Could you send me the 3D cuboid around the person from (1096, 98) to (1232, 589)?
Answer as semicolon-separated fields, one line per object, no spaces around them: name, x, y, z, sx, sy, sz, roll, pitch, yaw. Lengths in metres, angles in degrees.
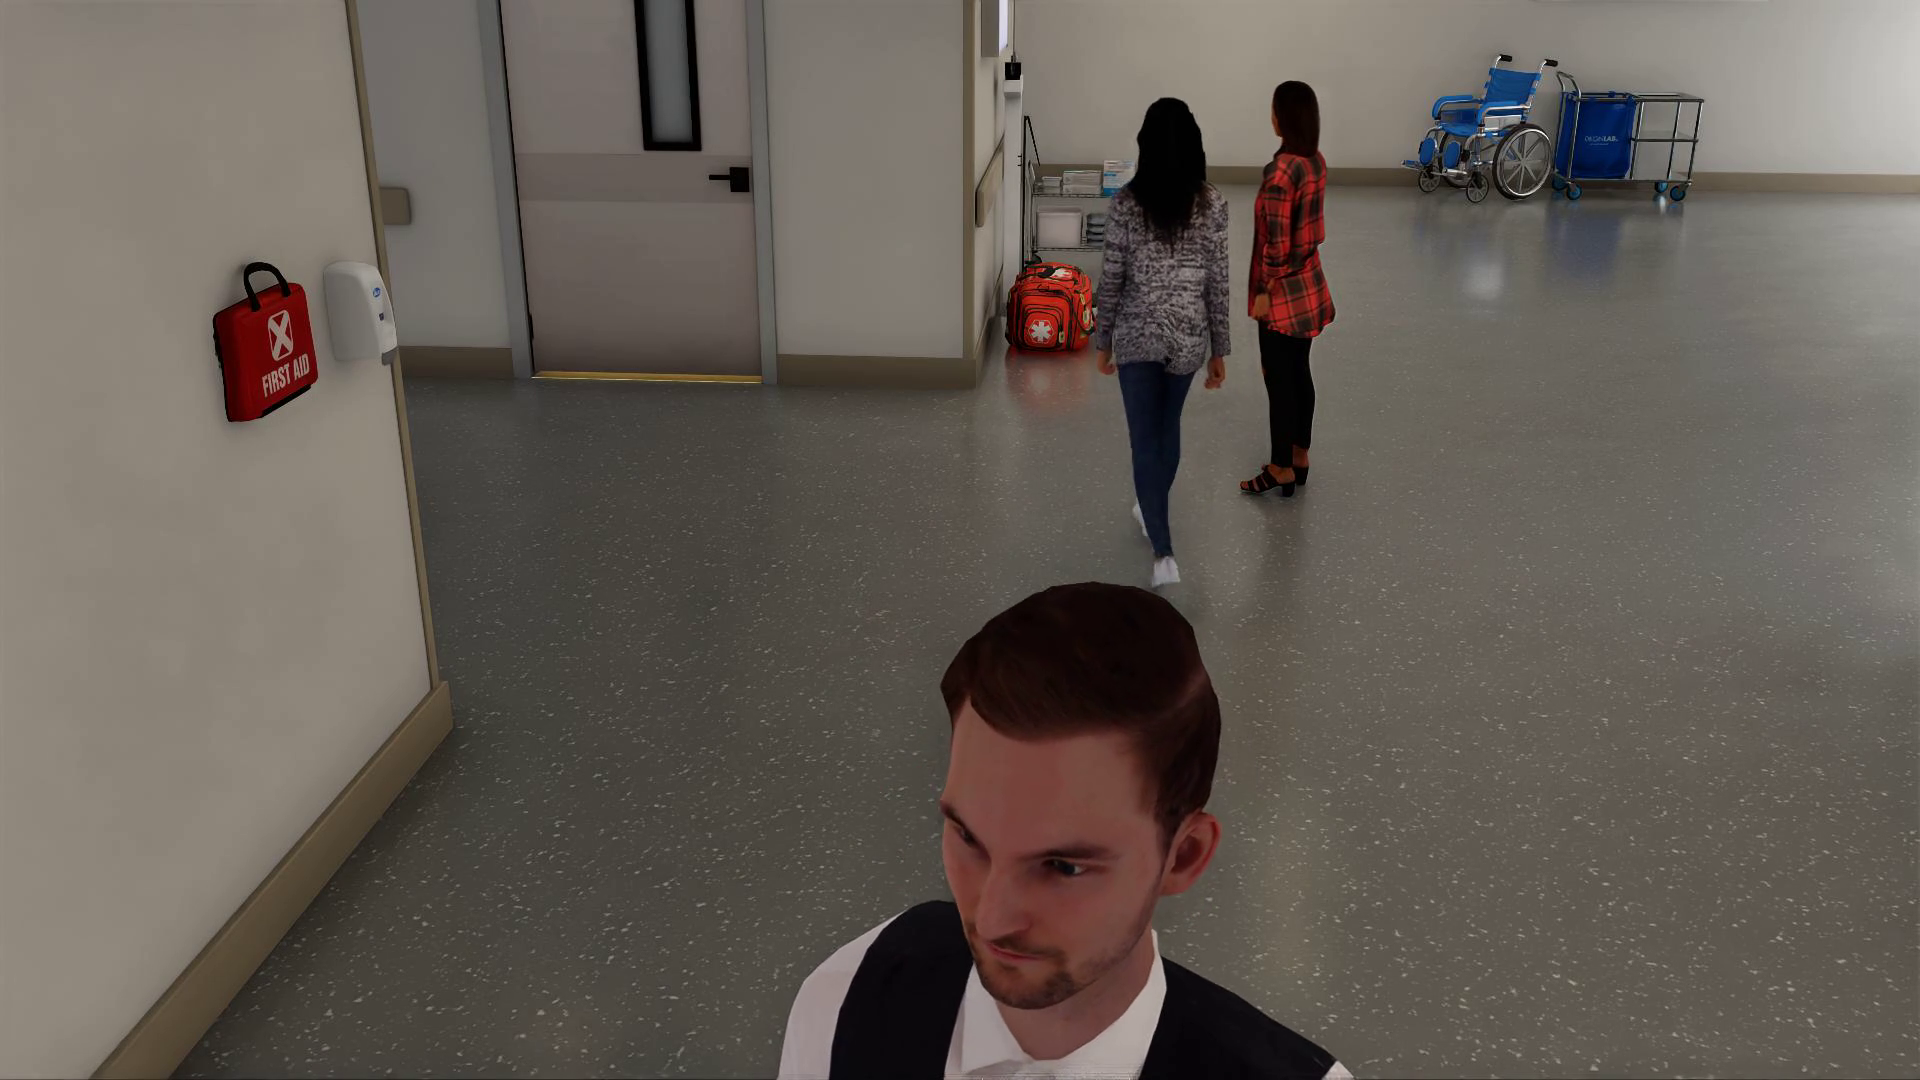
person;0.716;-0.645;5.887;0.789;1.691;1.234;-2;21;-5

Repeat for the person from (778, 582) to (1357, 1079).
person;0.068;0.924;1.385;0.732;1.944;0.706;10;23;26

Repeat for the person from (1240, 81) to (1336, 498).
person;1.355;-1.025;6.878;0.761;1.699;0.643;12;24;30
